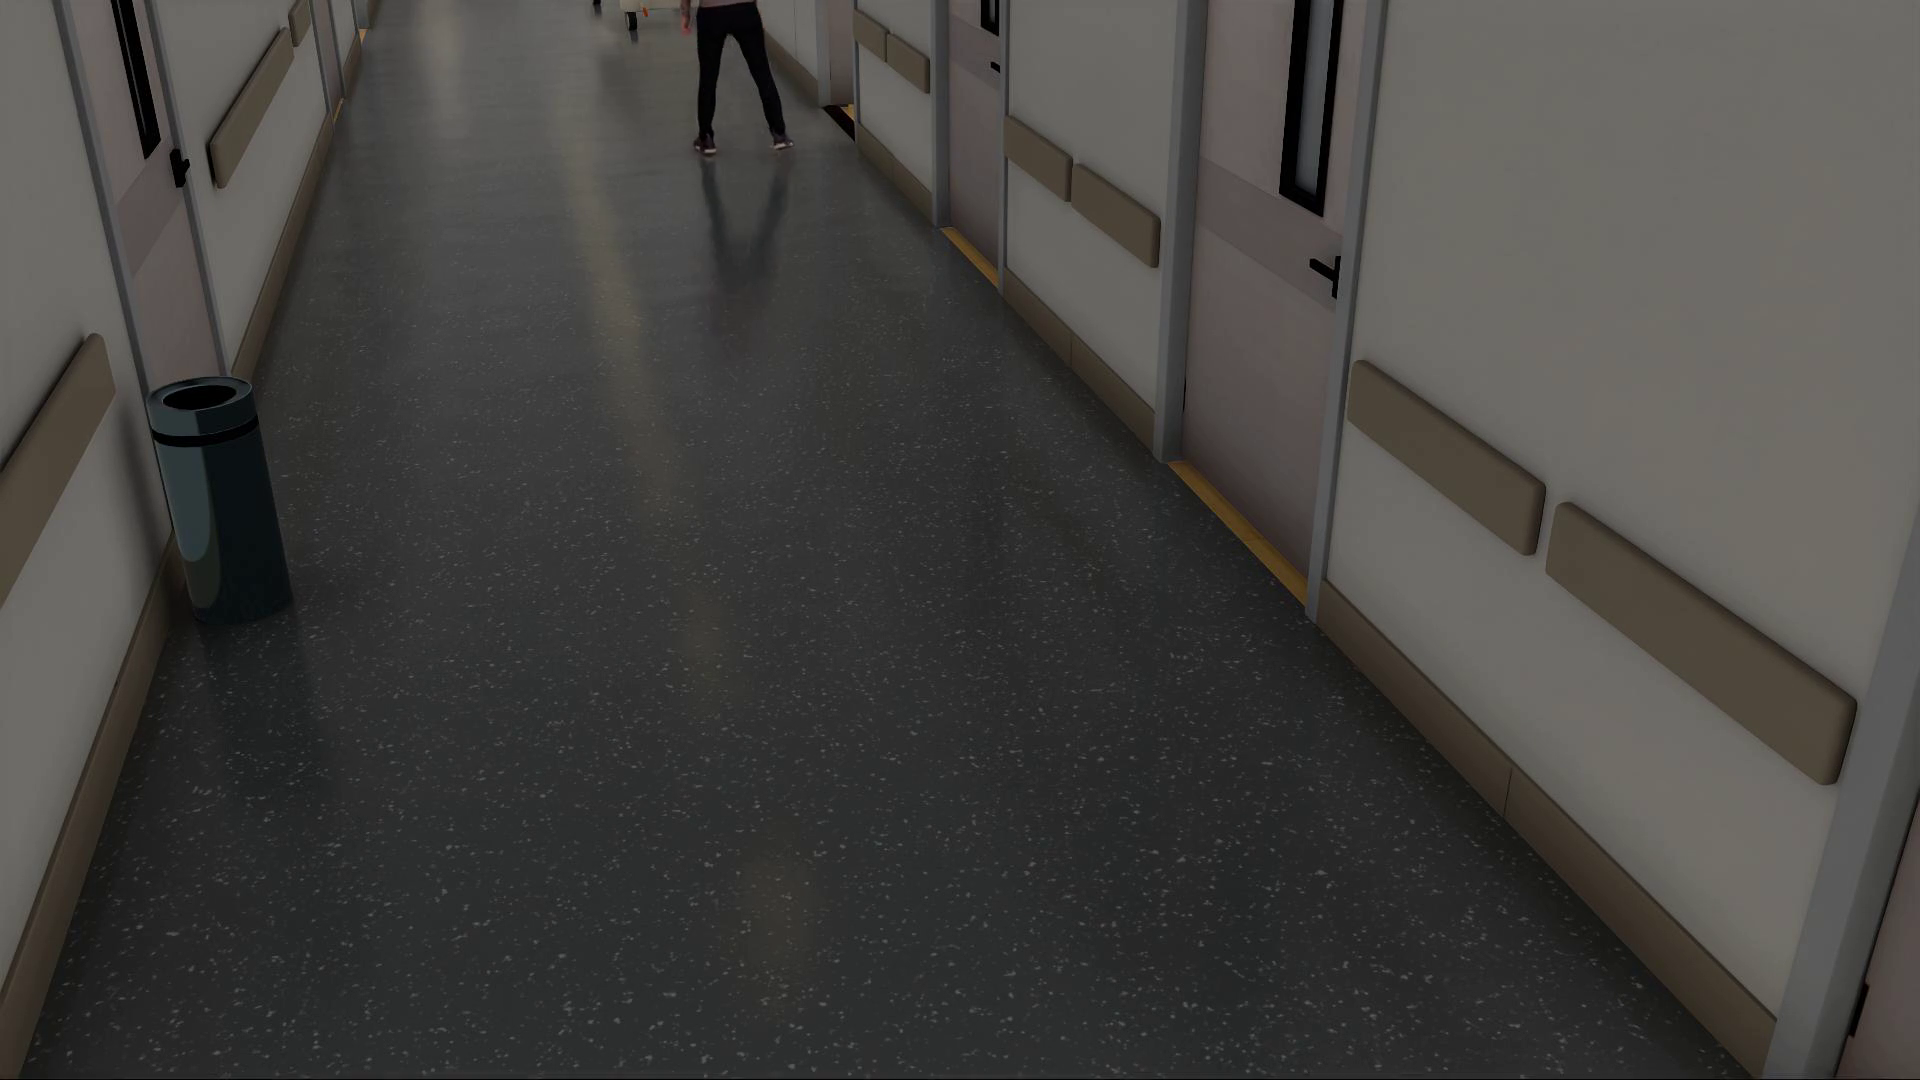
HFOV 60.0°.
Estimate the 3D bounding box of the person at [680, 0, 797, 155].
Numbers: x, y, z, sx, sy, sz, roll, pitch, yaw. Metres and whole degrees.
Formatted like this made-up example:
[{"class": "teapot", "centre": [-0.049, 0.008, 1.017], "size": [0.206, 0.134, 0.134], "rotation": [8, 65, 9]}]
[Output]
[{"class": "person", "centre": [-1.540, -3.395, 10.720], "size": [0.755, 1.788, 0.966], "rotation": [-3, 26, -7]}]
